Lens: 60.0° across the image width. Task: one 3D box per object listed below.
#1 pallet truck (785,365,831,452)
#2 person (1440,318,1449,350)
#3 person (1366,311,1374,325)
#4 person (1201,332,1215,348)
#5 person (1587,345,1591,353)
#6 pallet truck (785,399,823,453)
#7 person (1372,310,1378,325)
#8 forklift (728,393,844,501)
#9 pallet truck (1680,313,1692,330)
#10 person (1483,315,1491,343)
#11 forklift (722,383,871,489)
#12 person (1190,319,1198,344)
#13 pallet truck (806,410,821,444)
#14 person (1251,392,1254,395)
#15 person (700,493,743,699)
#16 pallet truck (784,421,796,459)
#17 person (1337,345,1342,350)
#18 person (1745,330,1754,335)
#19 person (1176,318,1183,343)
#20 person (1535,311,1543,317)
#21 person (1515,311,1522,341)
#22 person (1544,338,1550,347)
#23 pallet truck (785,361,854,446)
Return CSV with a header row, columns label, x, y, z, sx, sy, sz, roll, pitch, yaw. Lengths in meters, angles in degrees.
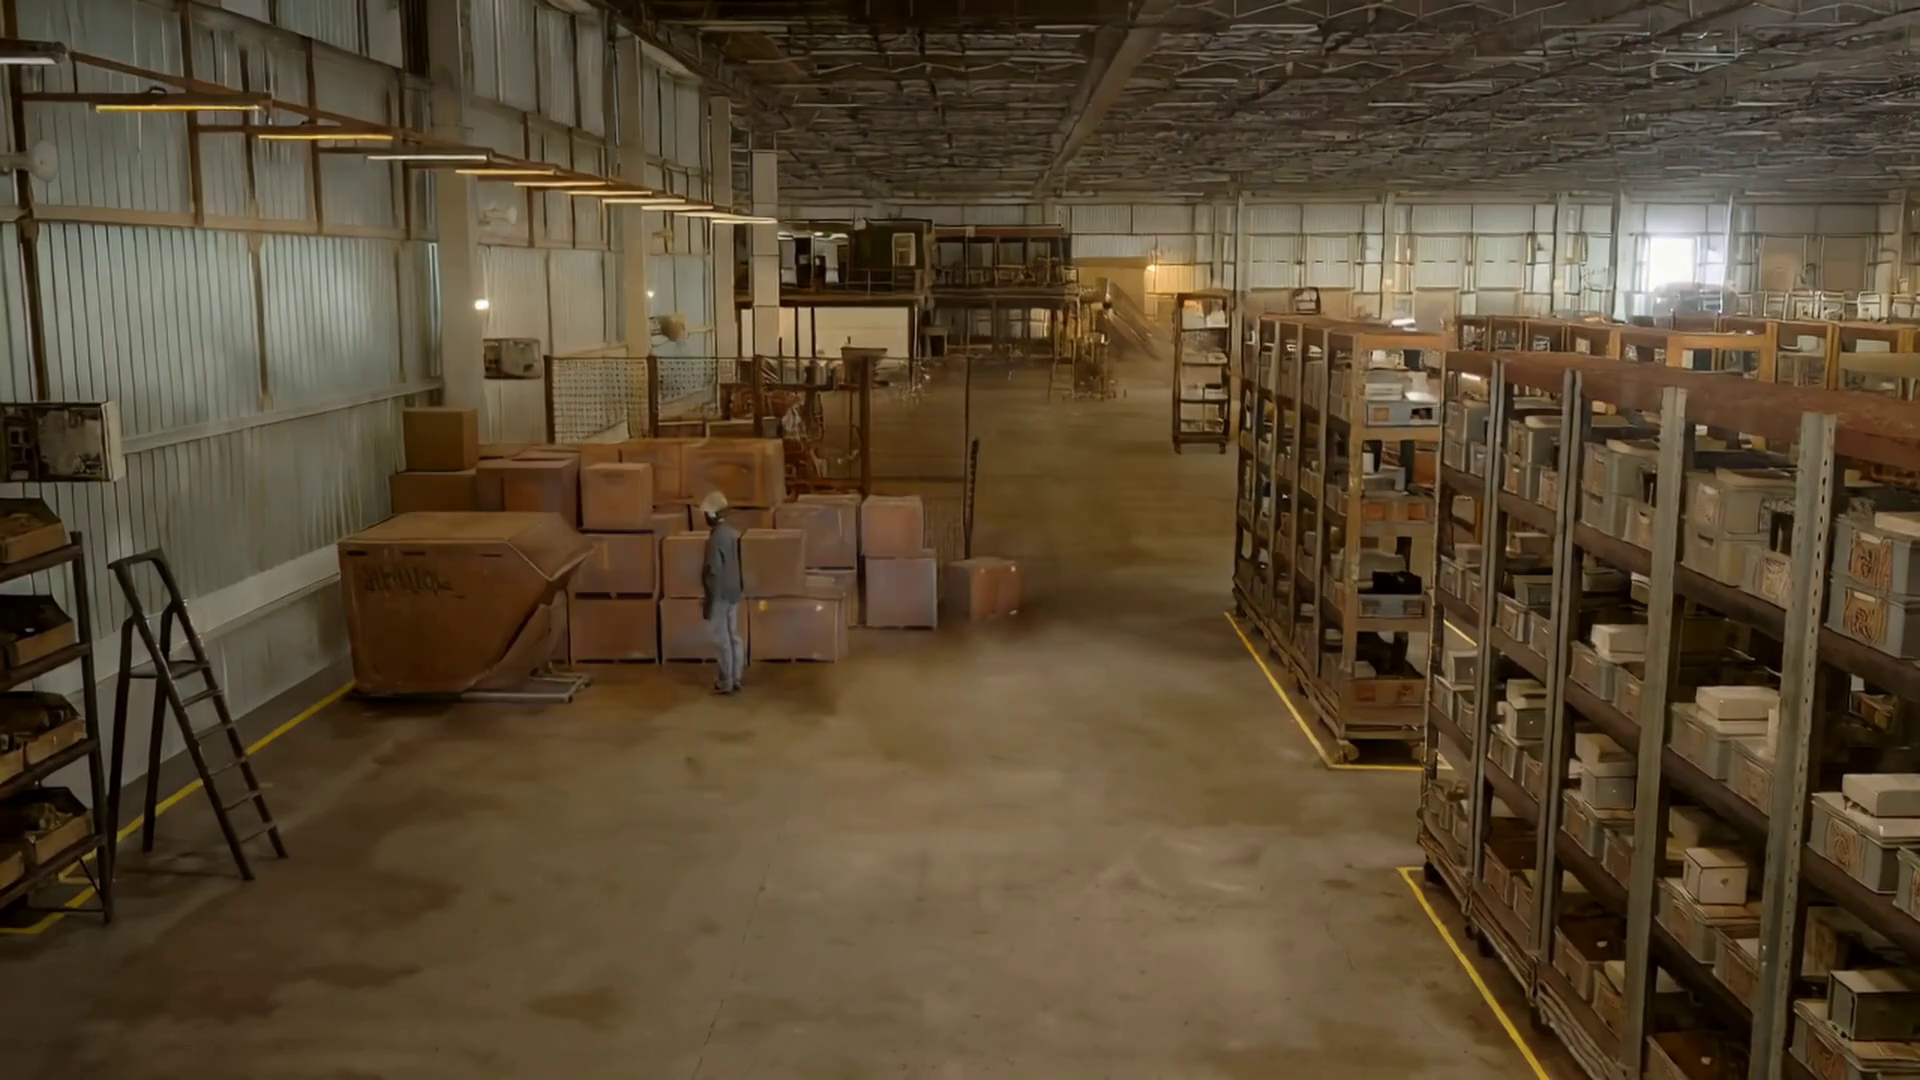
label,x,y,z,sx,sy,sz,roll,pitch,yaw
pallet truck,-3.774,-2.976,37.635,1.885,1.965,0.823,1,9,5
person,23.173,-9.683,79.418,0.576,1.861,0.603,2,10,15
person,22.177,-11.435,90.056,0.587,1.920,0.391,-7,12,-38
person,12.093,-9.972,81.220,0.608,1.869,1.027,0,9,-1
person,21.555,-5.900,56.810,0.528,1.612,0.629,9,13,43
pallet truck,-3.814,-2.432,36.419,1.630,1.274,0.653,0,9,1
person,23.811,-12.289,95.619,0.598,1.821,0.645,1,9,4
forklift,-2.979,-1.316,26.476,2.680,1.987,1.157,0,9,1
pallet truck,36.315,-10.531,84.244,0.823,1.965,1.885,-6,11,-33
person,26.975,-10.530,84.597,0.971,1.885,0.589,-2,9,-12
forklift,-2.893,-1.687,28.729,2.680,1.987,1.157,0,9,-1
person,13.169,-11.991,93.549,0.637,1.888,0.937,-2,9,-10
pallet truck,-3.559,-2.018,33.905,1.522,1.261,0.704,0,9,-1
person,8.255,-4.294,46.089,0.550,1.880,0.764,-4,10,-22
person,-2.313,0.537,15.994,0.400,1.987,0.612,3,10,16
pallet truck,-4.013,-1.793,32.705,1.601,1.201,0.680,0,9,1
person,17.086,-8.913,74.535,0.749,1.918,0.550,-3,10,-18
person,34.652,-8.761,73.187,0.536,2.000,0.688,-1,9,-9
person,10.540,-9.831,80.390,0.508,1.846,0.345,-7,11,-36
person,32.089,-11.775,92.284,0.588,1.884,0.337,9,13,44
person,30.152,-11.371,89.647,0.381,1.923,0.591,-6,11,-32
person,19.922,-5.929,56.401,0.403,1.819,0.593,9,13,44
pallet truck,-3.410,-3.193,38.978,1.885,1.965,0.823,0,9,-1
